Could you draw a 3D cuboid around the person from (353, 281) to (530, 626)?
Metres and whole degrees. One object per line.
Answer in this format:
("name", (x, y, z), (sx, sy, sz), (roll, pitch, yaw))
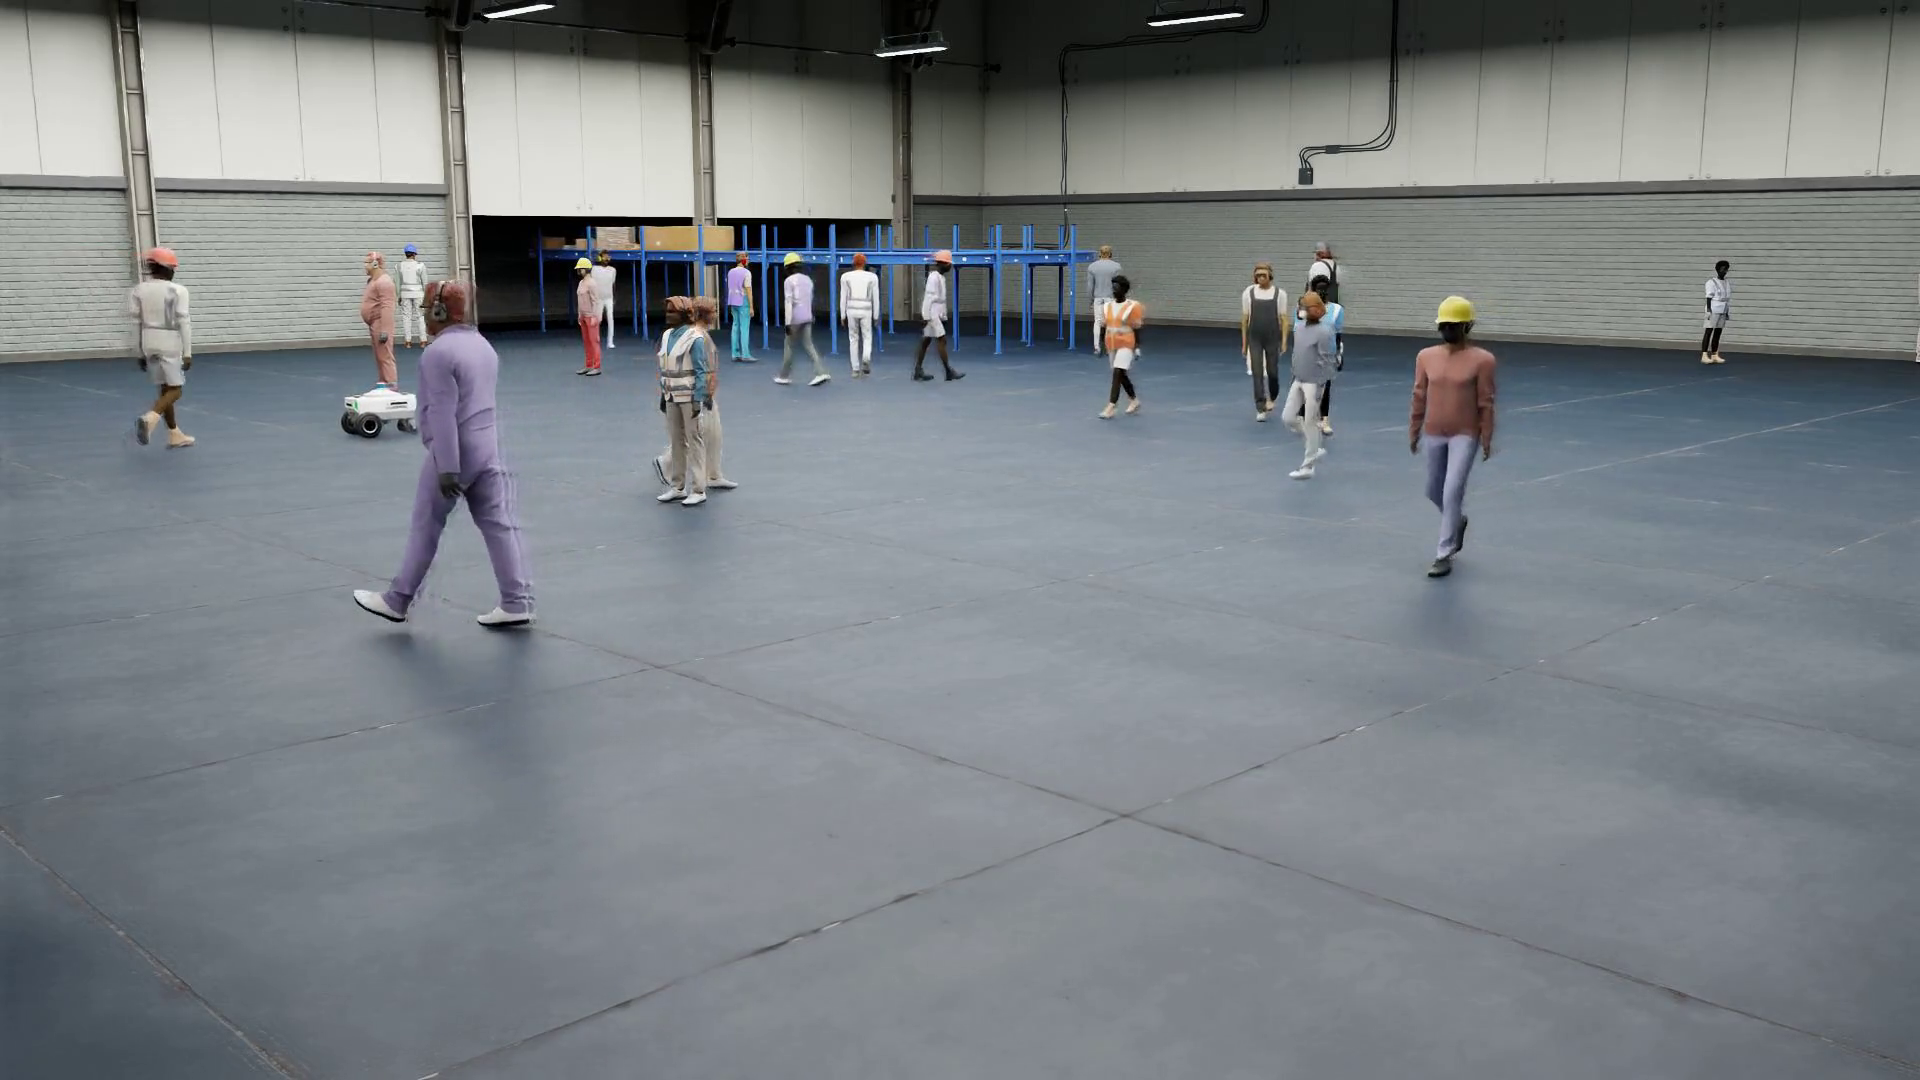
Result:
("person", (-2.788, -0.449, 8.948), (0.985, 1.858, 0.675), (3, 11, 14))

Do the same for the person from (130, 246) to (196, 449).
("person", (-7.893, -1.880, 16.378), (0.610, 2.016, 0.824), (2, 11, 12))

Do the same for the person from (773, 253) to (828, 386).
("person", (-2.265, -3.121, 23.550), (0.937, 1.875, 0.659), (8, 13, 36))

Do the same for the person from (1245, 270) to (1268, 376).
("person", (4.528, -3.284, 25.086), (0.532, 1.628, 0.297), (5, 12, 26))

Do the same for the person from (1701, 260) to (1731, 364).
("person", (12.550, -3.778, 27.560), (0.536, 1.699, 0.322), (-5, 12, -27))

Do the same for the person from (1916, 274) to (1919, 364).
("person", (16.041, -3.841, 27.328), (0.408, 1.913, 0.643), (-2, 11, -9))

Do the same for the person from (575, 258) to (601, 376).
("person", (-5.663, -3.389, 25.255), (0.322, 1.769, 0.523), (-8, 13, -36))

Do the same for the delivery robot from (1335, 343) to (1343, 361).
("delivery robot", (5.862, -3.019, 26.394), (0.477, 0.478, 0.707), (4, 11, 21))

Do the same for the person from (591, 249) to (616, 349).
("person", (-6.756, -4.574, 31.479), (0.508, 1.856, 0.728), (-5, 12, -26))

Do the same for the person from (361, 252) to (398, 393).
("person", (-7.316, -2.656, 20.914), (0.393, 1.900, 0.663), (-5, 12, -26))

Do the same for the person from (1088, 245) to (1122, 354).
("person", (2.597, -4.304, 29.782), (0.628, 1.939, 0.373), (3, 11, 17))

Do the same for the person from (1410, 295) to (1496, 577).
("person", (3.142, -0.680, 10.566), (0.532, 1.745, 0.742), (8, 13, 38))

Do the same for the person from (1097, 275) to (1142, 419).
("person", (1.891, -2.269, 19.447), (0.539, 1.658, 0.863), (10, 14, 43))

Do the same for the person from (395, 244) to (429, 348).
("person", (-10.319, -4.595, 31.366), (0.603, 1.938, 0.401), (-1, 10, -4))

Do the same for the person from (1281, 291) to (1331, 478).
("person", (3.032, -1.355, 14.535), (0.349, 1.619, 0.527), (-4, 11, -23))

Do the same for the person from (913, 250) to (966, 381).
("person", (-0.281, -3.274, 24.286), (0.867, 1.888, 0.542), (1, 10, 7))

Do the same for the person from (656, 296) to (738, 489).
("person", (-2.191, -1.213, 13.777), (0.587, 1.617, 0.511), (-1, 10, -5))

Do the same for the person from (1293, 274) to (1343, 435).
("person", (3.814, -1.973, 17.721), (0.531, 1.698, 0.320), (0, 10, -2))

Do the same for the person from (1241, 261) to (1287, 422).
("person", (3.505, -2.301, 19.186), (0.521, 1.821, 0.631), (2, 11, 11))

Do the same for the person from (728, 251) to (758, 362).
("person", (-3.675, -3.906, 27.865), (0.570, 1.840, 0.375), (10, 14, 44))

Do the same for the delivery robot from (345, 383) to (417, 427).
("delivery robot", (-6.180, -1.437, 17.781), (0.707, 0.478, 0.477), (-9, 13, -39))

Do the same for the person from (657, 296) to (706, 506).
("person", (-2.189, -1.101, 13.122), (0.513, 1.642, 0.311), (10, 14, 43))

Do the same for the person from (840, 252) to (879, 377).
("person", (-1.508, -3.376, 24.924), (0.583, 1.871, 0.472), (0, 10, -2))

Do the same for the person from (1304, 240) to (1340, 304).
("person", (5.979, -3.935, 27.603), (0.708, 2.000, 0.539), (-9, 14, -40))
